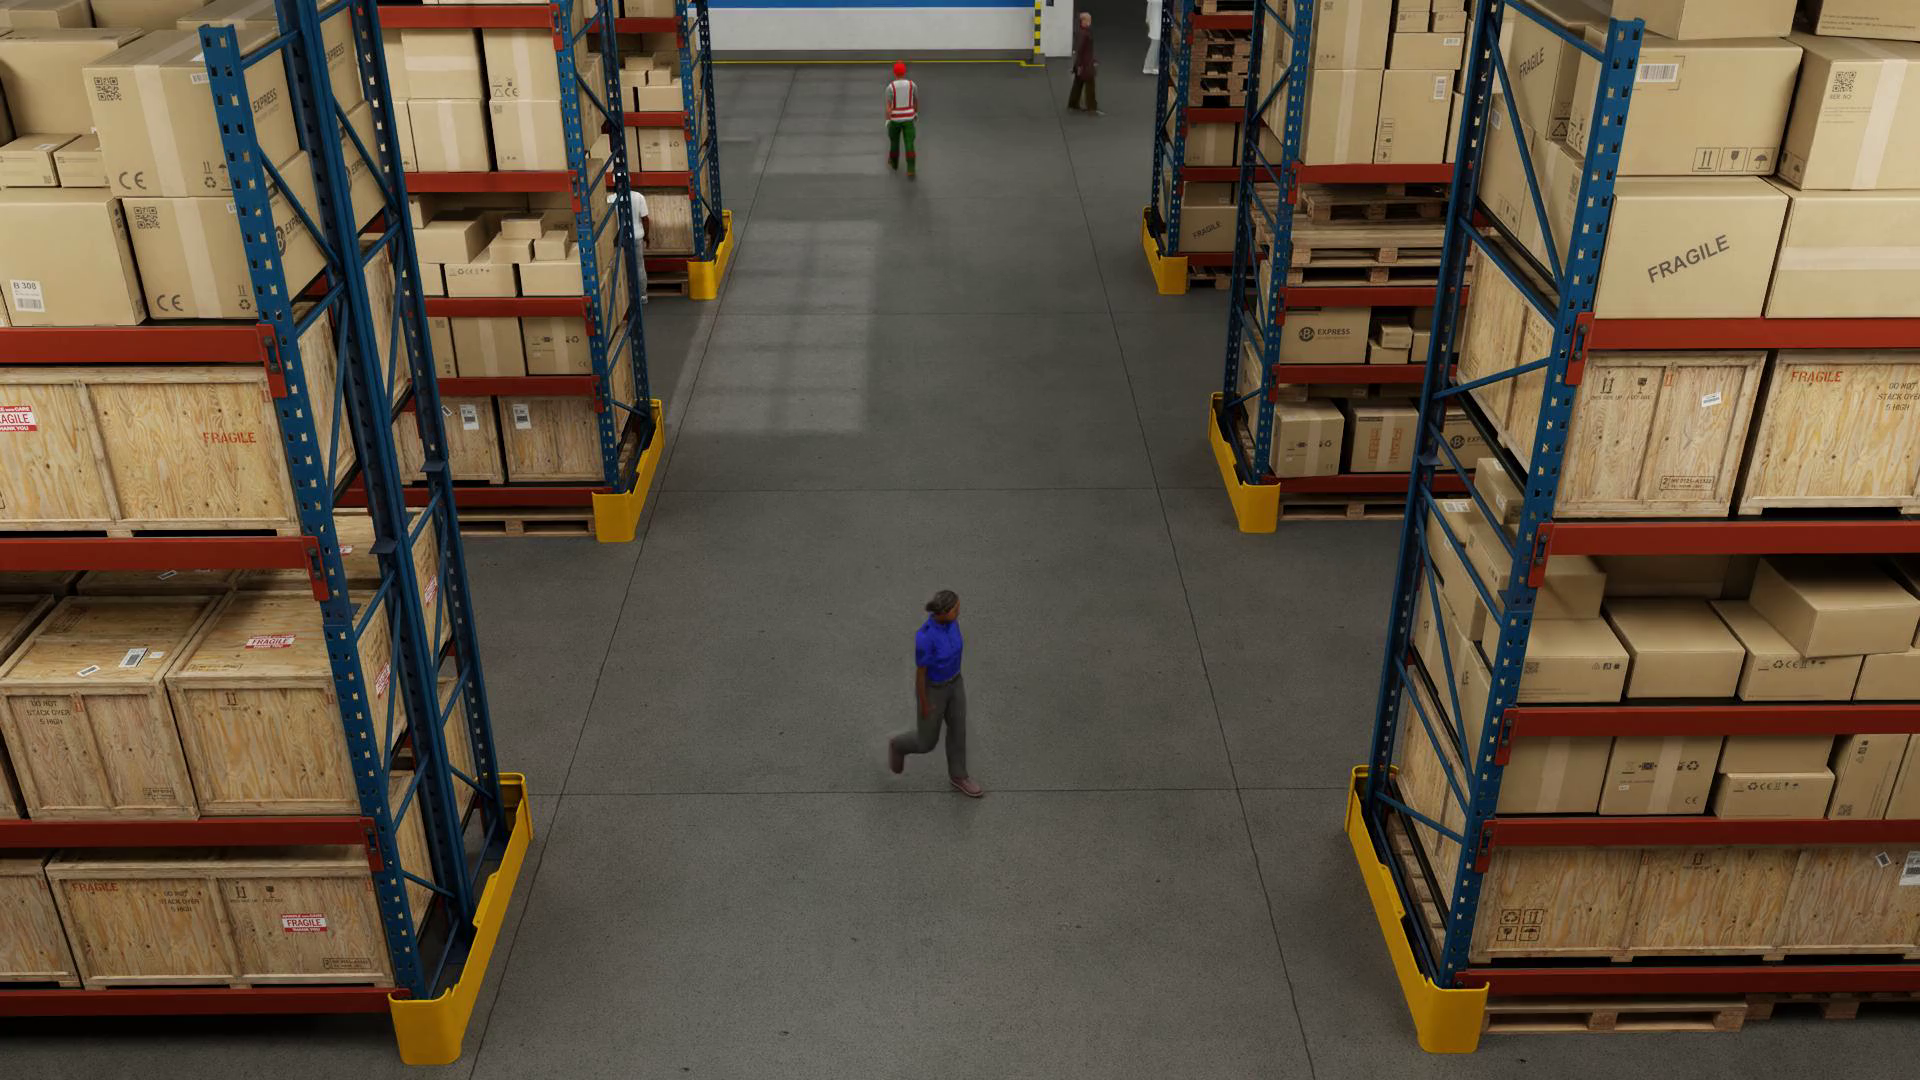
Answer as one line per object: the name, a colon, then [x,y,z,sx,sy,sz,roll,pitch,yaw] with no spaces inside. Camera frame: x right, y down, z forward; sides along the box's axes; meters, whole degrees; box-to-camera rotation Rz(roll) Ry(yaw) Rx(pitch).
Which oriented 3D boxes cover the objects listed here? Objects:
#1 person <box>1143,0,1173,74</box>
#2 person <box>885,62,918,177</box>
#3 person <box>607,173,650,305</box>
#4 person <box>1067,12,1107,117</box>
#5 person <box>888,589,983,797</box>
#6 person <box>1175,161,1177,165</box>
person: [3.946,-10.056,32.558,0.716,1.776,0.595,-8,29,-15]
person: [-0.928,-6.679,26.321,0.568,1.760,1.001,-5,29,-9]
person: [-4.212,-3.824,21.020,0.560,1.768,0.414,-14,31,-25]
person: [2.282,-8.495,29.664,0.711,1.785,0.602,0,28,-1]
person: [-0.169,1.075,12.029,0.747,1.651,0.454,22,35,35]
person: [3.383,-5.797,24.705,0.484,1.766,0.630,-7,29,-12]
